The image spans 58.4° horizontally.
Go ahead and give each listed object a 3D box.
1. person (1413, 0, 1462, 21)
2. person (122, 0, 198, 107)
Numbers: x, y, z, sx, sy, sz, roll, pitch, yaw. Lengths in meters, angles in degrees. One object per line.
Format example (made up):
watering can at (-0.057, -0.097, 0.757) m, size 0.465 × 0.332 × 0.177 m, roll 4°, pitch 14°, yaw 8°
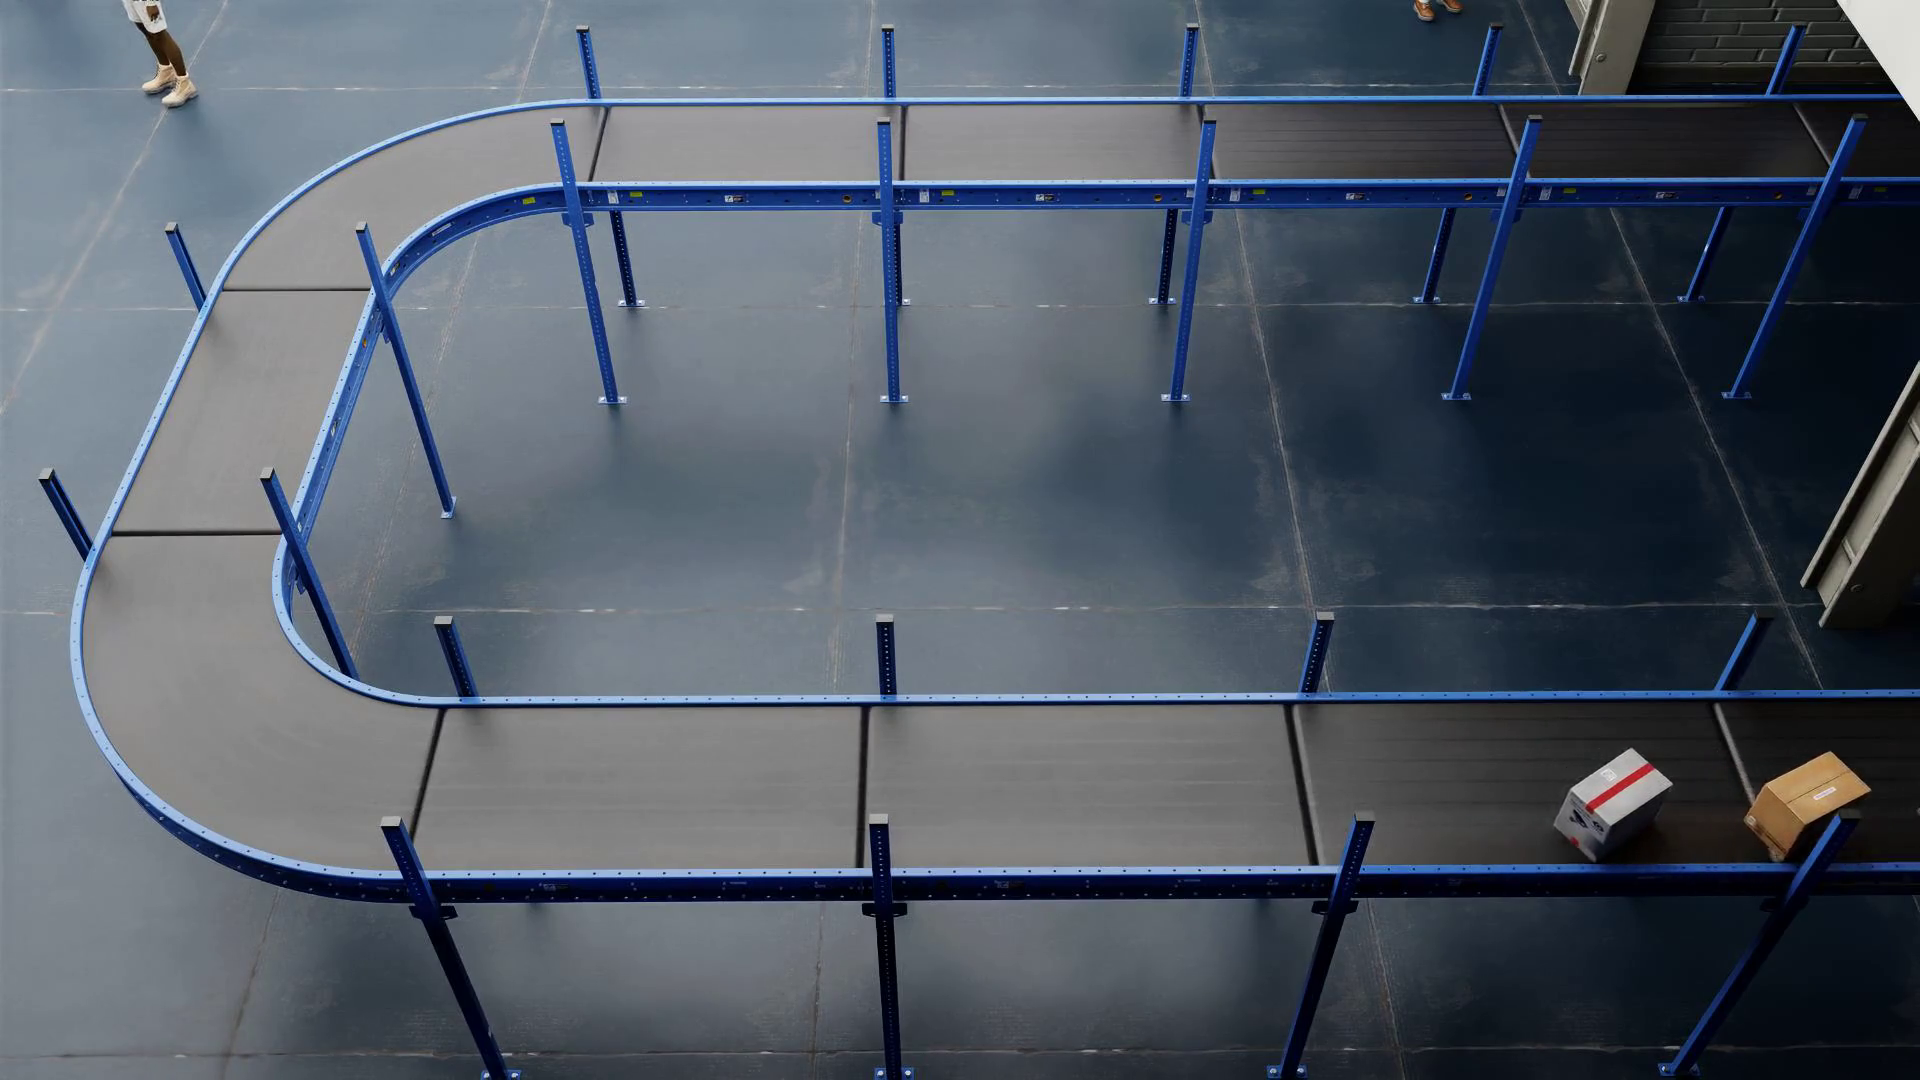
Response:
person at (4.390, -5.544, 15.122) m, size 0.617 × 1.944 × 0.398 m, roll -21°, pitch 50°, yaw -18°
person at (-6.818, -4.536, 14.120) m, size 0.622 × 2.042 × 0.386 m, roll 35°, pitch 56°, yaw 28°
